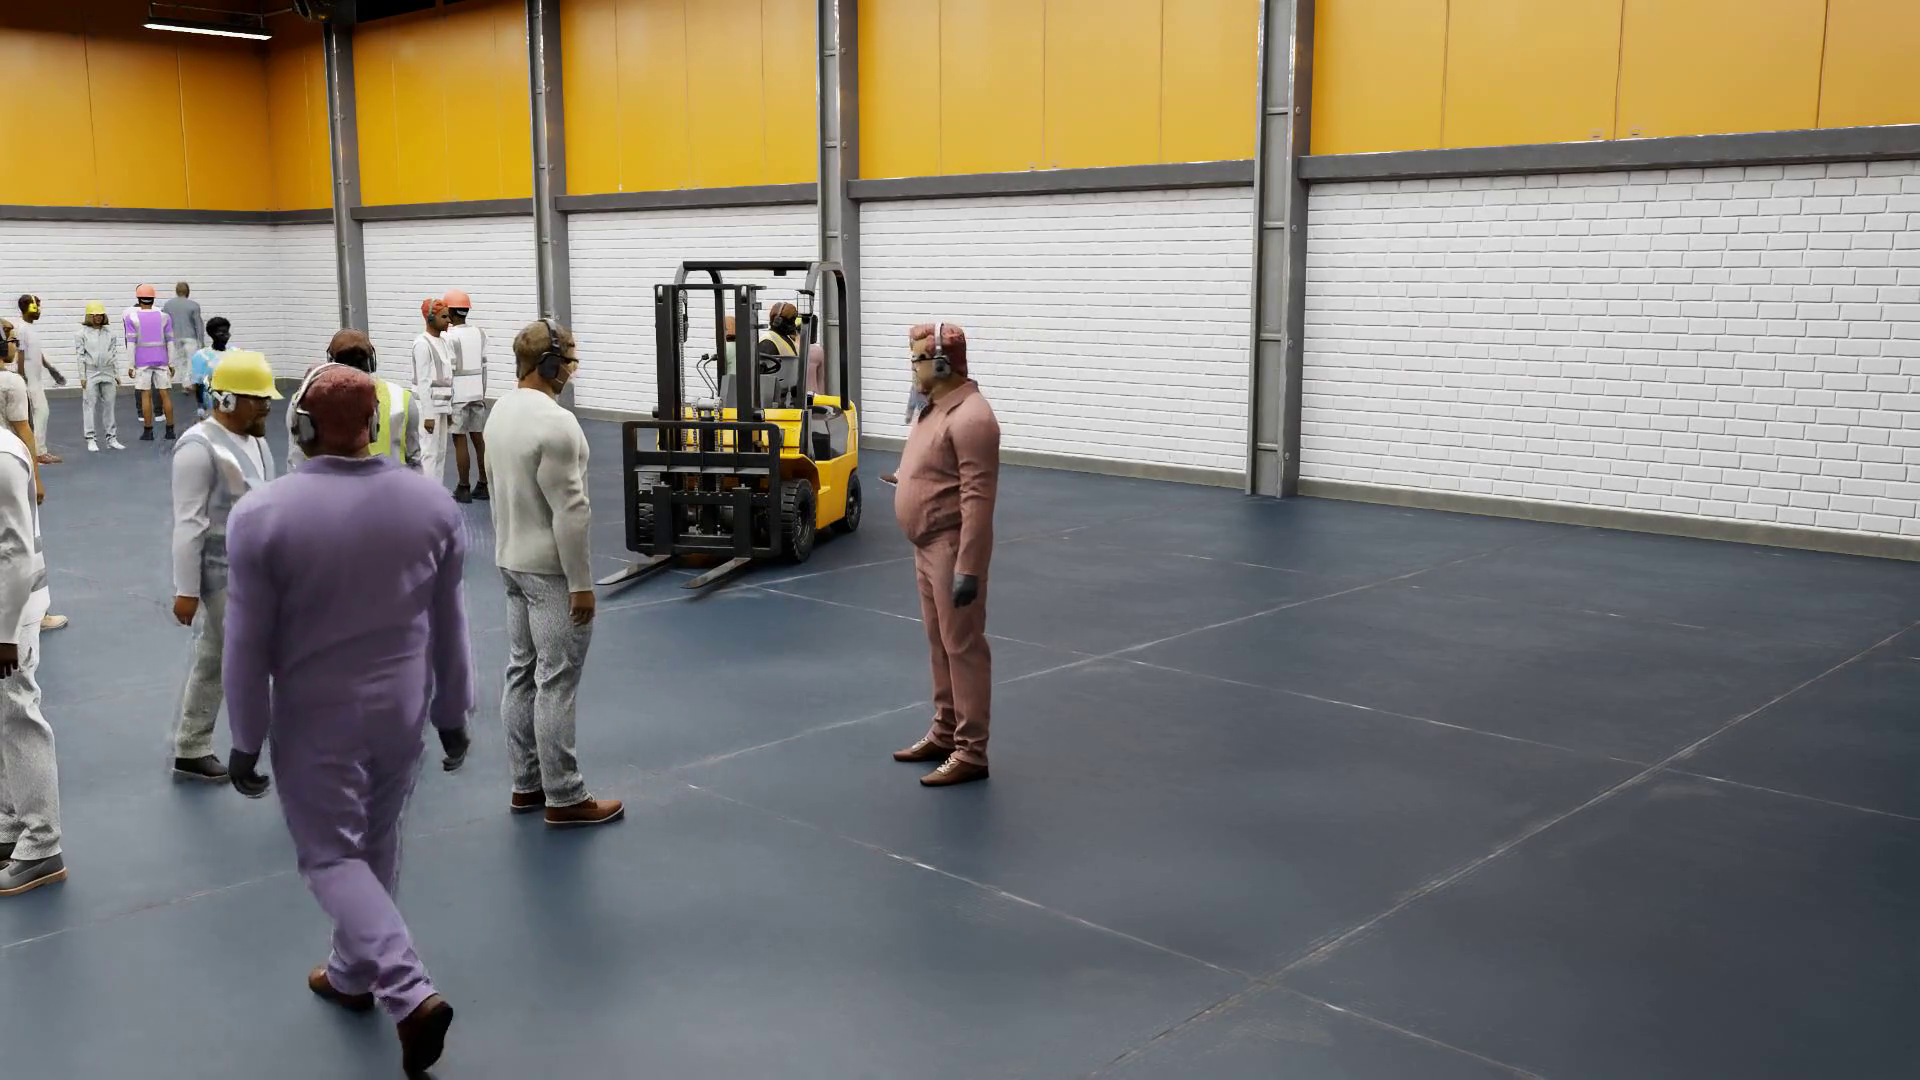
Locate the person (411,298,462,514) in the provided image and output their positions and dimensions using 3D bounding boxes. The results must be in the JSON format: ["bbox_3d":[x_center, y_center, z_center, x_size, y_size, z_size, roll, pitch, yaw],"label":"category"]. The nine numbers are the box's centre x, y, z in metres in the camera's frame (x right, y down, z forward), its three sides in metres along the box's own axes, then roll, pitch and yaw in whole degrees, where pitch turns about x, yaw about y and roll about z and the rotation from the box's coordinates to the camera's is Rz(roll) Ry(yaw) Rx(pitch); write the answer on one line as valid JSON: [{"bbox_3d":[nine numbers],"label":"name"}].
[{"bbox_3d":[-4.437,-1.095,14.048,0.355,1.876,0.572,0,9,-2],"label":"person"}]

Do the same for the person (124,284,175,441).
[{"bbox_3d":[-10.032,-2.198,20.609,0.551,1.934,0.372,-8,12,-40],"label":"person"}]

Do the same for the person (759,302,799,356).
[{"bbox_3d":[-1.530,-1.130,14.370,0.429,1.838,0.622,2,9,10],"label":"person"}]

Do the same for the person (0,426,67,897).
[{"bbox_3d":[-3.305,0.264,5.666,0.356,1.887,0.574,-9,13,-42],"label":"person"}]

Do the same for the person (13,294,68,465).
[{"bbox_3d":[-10.018,-1.747,18.140,0.495,1.840,0.539,-3,10,-20],"label":"person"}]

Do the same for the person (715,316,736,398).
[{"bbox_3d":[-2.367,-1.495,17.220,0.280,1.634,0.498,5,11,30],"label":"person"}]

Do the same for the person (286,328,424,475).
[{"bbox_3d":[-2.904,-0.101,8.046,0.634,1.839,0.429,-4,10,-25],"label":"person"}]

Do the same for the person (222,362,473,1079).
[{"bbox_3d":[-1.610,0.465,4.467,0.883,1.879,0.646,8,12,41],"label":"person"}]

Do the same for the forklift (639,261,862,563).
[{"bbox_3d":[-1.552,-1.040,12.721,1.214,2.155,2.313,2,9,11],"label":"forklift"}]

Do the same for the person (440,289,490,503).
[{"bbox_3d":[-4.520,-1.299,15.090,0.359,1.939,0.542,5,10,28],"label":"person"}]

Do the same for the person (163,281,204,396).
[{"bbox_3d":[-13.014,-3.375,27.912,0.647,1.949,0.533,1,9,6],"label":"person"}]

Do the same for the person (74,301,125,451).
[{"bbox_3d":[-10.062,-1.913,19.456,0.295,1.744,0.485,6,11,35],"label":"person"}]

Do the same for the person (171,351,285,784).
[{"bbox_3d":[-2.857,0.131,6.788,0.918,1.779,0.602,0,9,0],"label":"person"}]

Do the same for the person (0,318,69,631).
[{"bbox_3d":[-5.547,-0.370,9.680,0.507,1.846,0.346,4,10,21],"label":"person"}]

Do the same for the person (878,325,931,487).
[{"bbox_3d":[-0.377,-1.249,15.854,0.870,1.581,0.530,2,9,12],"label":"person"}]

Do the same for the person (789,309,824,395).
[{"bbox_3d":[-1.426,-1.178,14.873,0.328,1.767,0.532,7,12,37],"label":"person"}]

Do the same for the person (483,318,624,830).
[{"bbox_3d":[-1.571,0.129,6.342,0.373,1.937,0.630,-8,12,-40],"label":"person"}]

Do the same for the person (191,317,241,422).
[{"bbox_3d":[-7.064,-1.290,15.860,0.425,1.667,0.541,6,11,31],"label":"person"}]

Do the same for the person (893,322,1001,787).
[{"bbox_3d":[-0.068,0.058,6.886,0.402,1.904,0.638,-3,10,-16],"label":"person"}]

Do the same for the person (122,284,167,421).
[{"bbox_3d":[-11.356,-2.609,23.220,0.587,1.911,0.398,1,9,4],"label":"person"}]
